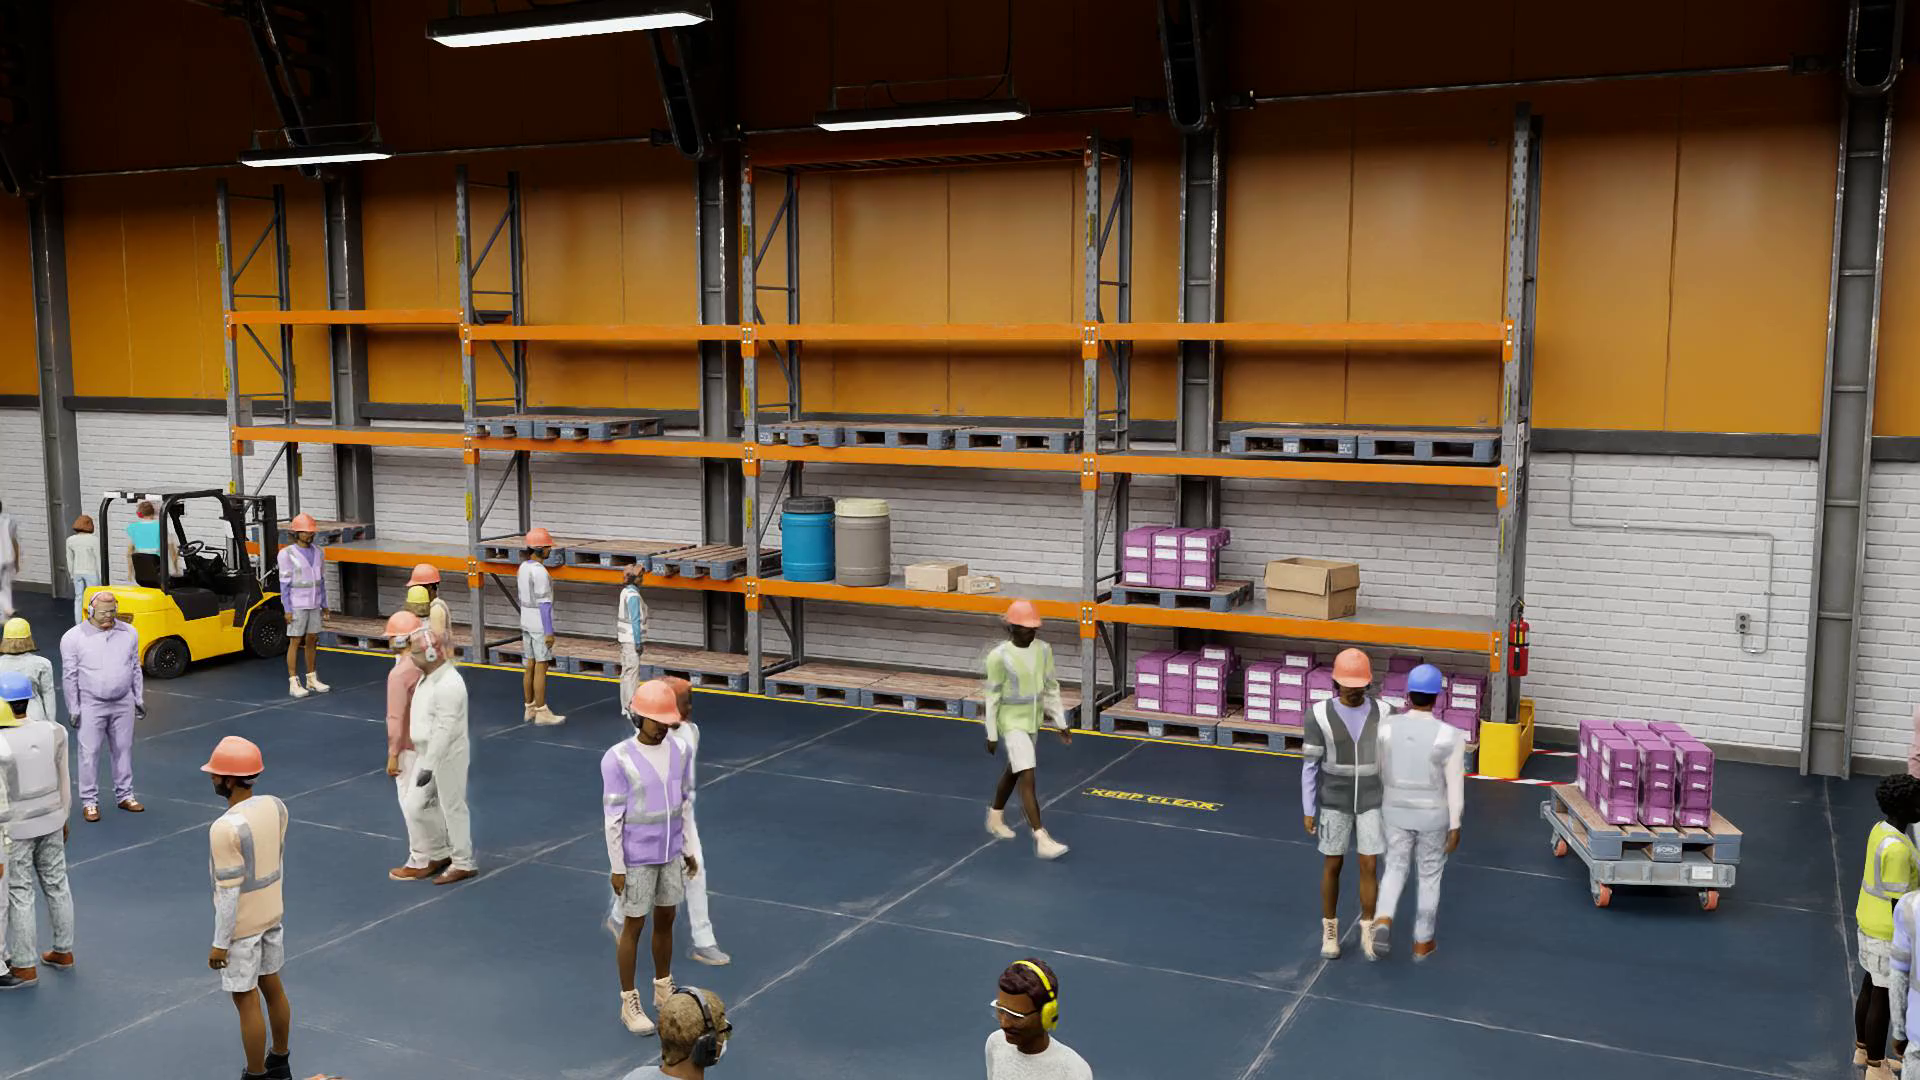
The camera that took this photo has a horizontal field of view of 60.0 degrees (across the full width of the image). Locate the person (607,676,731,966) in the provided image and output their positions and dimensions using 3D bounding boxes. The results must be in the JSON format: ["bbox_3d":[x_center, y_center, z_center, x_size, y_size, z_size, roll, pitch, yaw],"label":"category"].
[{"bbox_3d":[-1.920,1.779,10.732,1.003,1.842,0.582,5,9,37],"label":"person"}]

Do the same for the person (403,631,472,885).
[{"bbox_3d":[-3.812,1.589,12.096,0.527,1.881,0.637,-6,9,-39],"label":"person"}]

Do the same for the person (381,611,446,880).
[{"bbox_3d":[-4.078,1.516,12.333,0.418,1.978,0.630,1,7,9],"label":"person"}]

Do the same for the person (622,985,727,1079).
[{"bbox_3d":[-0.884,2.380,5.354,0.357,1.932,0.630,-6,9,-40],"label":"person"}]

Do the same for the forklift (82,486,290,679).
[{"bbox_3d":[-9.426,0.454,20.179,1.214,2.155,2.313,3,8,26],"label":"forklift"}]

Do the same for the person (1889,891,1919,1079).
[{"bbox_3d":[4.310,2.156,7.190,0.376,1.932,0.543,-4,8,-30],"label":"person"}]

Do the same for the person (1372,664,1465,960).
[{"bbox_3d":[2.871,1.752,10.538,0.625,1.925,0.645,4,8,31],"label":"person"}]

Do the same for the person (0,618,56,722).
[{"bbox_3d":[-7.571,1.492,13.445,0.486,1.744,0.294,-3,8,-26],"label":"person"}]

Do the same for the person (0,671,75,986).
[{"bbox_3d":[-5.793,1.773,10.290,0.406,1.947,0.606,3,8,25],"label":"person"}]

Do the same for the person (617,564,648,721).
[{"bbox_3d":[-3.426,1.065,17.414,0.314,1.637,0.514,-3,7,-21],"label":"person"}]

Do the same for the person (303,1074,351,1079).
[{"bbox_3d":[-1.777,2.470,4.845,0.352,1.876,0.579,4,8,29],"label":"person"}]

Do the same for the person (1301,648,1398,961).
[{"bbox_3d":[2.506,1.689,10.673,0.618,2.028,0.410,0,7,2],"label":"person"}]

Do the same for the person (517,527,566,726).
[{"bbox_3d":[-4.342,0.888,17.200,0.379,2.045,0.605,-5,8,-35],"label":"person"}]

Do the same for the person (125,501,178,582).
[{"bbox_3d":[-10.878,0.379,22.415,0.648,1.809,0.460,-3,7,-20],"label":"person"}]

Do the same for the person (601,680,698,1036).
[{"bbox_3d":[-1.766,1.810,9.621,0.382,2.038,0.606,6,9,40],"label":"person"}]

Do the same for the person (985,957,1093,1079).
[{"bbox_3d":[0.253,2.359,5.815,0.326,1.862,0.508,-6,9,-42],"label":"person"}]

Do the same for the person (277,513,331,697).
[{"bbox_3d":[-7.309,0.719,18.602,0.385,2.045,0.605,4,8,27],"label":"person"}]

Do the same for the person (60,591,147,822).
[{"bbox_3d":[-7.101,1.366,13.847,0.407,1.903,0.639,6,9,40],"label":"person"}]

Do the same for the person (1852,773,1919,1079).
[{"bbox_3d":[4.953,2.072,8.850,0.318,1.697,0.535,2,7,19],"label":"person"}]

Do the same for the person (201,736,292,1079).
[{"bbox_3d":[-3.722,1.973,8.662,0.351,1.942,0.542,1,7,8],"label":"person"}]

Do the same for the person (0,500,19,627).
[{"bbox_3d":[-13.124,0.317,22.802,0.550,1.828,0.518,4,8,32],"label":"person"}]

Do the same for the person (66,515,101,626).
[{"bbox_3d":[-11.693,0.478,22.273,0.497,1.633,0.279,1,7,8],"label":"person"}]

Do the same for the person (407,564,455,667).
[{"bbox_3d":[-4.870,1.174,15.346,0.399,1.928,0.542,-3,7,-23],"label":"person"}]

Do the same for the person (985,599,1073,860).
[{"bbox_3d":[0.509,1.435,12.928,0.634,1.992,1.041,-6,9,-41],"label":"person"}]

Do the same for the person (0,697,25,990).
[{"bbox_3d":[-5.924,1.849,10.201,0.403,1.819,0.601,-4,8,-32],"label":"person"}]

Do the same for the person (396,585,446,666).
[{"bbox_3d":[-4.918,1.281,15.191,0.492,1.742,0.321,-6,9,-39],"label":"person"}]
